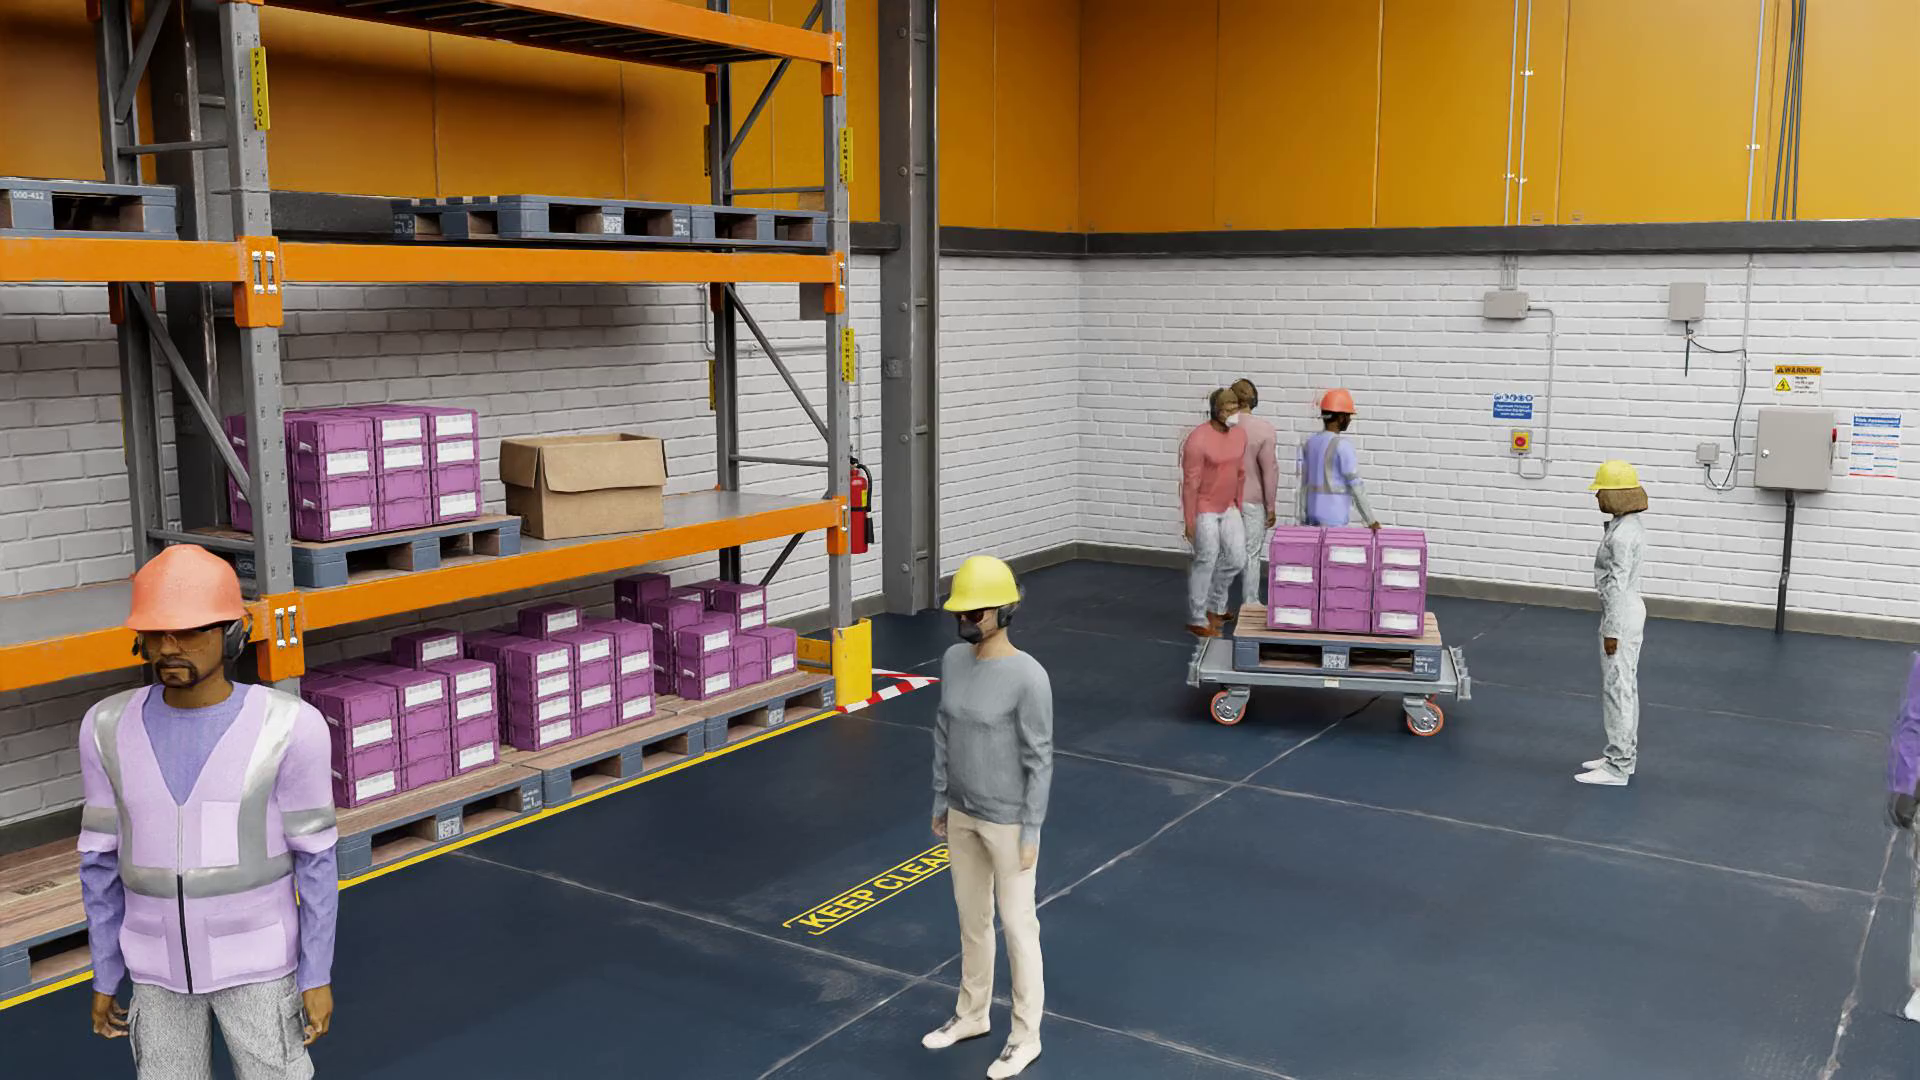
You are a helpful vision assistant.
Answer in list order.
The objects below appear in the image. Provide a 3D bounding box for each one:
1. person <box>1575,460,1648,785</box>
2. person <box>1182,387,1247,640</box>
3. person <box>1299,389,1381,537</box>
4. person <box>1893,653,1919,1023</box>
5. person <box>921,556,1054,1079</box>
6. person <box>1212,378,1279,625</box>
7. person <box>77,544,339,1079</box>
[{"bbox_3d":[3.478,0.438,8.867,0.323,1.737,0.484,4,10,26],"label":"person"},{"bbox_3d":[1.891,-0.187,12.352,0.650,1.911,0.442,-7,11,-39],"label":"person"},{"bbox_3d":[2.797,-0.176,12.390,0.971,1.887,0.556,-3,9,-17],"label":"person"},{"bbox_3d":[3.638,0.938,5.993,0.559,1.622,0.334,1,9,5],"label":"person"},{"bbox_3d":[0.083,0.923,5.611,0.328,1.765,0.531,-8,12,-41],"label":"person"},{"bbox_3d":[2.173,-0.280,12.867,0.631,1.940,0.369,7,11,36],"label":"person"},{"bbox_3d":[-1.825,1.022,4.055,0.607,2.048,0.370,0,9,-3],"label":"person"}]
